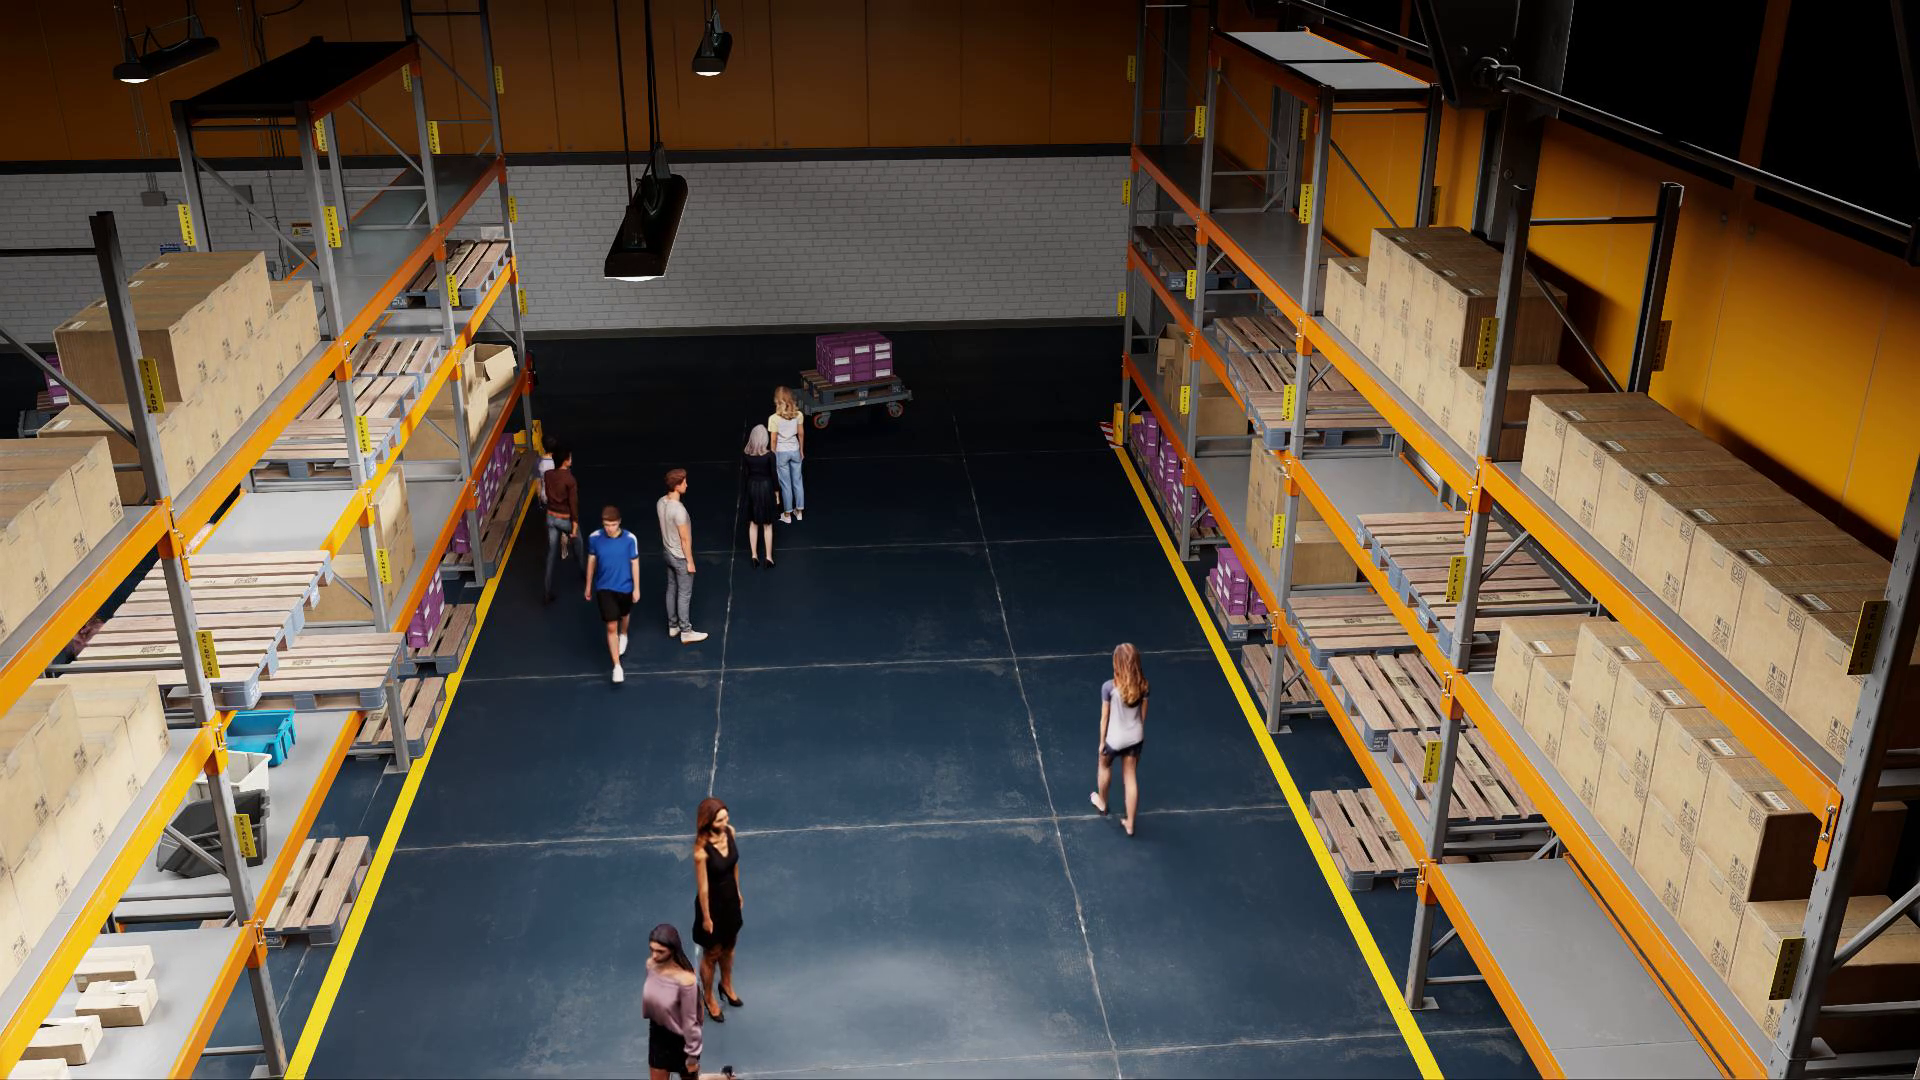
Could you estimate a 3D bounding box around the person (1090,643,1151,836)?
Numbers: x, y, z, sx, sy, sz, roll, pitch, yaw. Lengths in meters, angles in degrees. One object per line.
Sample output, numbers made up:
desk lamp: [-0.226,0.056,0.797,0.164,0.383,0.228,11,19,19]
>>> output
person: [1.398,1.712,13.964,0.704,1.706,0.892,-6,24,-14]

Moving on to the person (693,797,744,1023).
person: [-1.717,2.604,11.766,0.718,1.832,0.630,13,27,27]

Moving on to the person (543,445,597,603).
person: [-4.413,-0.144,18.189,0.992,1.722,1.278,8,25,19]

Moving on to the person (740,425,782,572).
person: [-2.265,-0.486,18.948,0.679,1.742,0.672,6,24,13]

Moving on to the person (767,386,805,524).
person: [-2.094,-1.040,20.236,0.708,1.726,0.701,-14,27,-29]

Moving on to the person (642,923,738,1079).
person: [-1.733,3.156,10.561,1.000,1.786,1.105,17,29,33]

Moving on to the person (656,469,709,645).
person: [-2.936,0.159,17.289,0.808,1.889,0.699,-18,29,-35]

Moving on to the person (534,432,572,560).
person: [-4.671,-0.477,19.168,0.567,1.550,0.571,-1,24,-3]

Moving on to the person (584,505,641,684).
person: [-3.462,0.443,16.751,0.860,1.799,1.318,-4,24,-10]
